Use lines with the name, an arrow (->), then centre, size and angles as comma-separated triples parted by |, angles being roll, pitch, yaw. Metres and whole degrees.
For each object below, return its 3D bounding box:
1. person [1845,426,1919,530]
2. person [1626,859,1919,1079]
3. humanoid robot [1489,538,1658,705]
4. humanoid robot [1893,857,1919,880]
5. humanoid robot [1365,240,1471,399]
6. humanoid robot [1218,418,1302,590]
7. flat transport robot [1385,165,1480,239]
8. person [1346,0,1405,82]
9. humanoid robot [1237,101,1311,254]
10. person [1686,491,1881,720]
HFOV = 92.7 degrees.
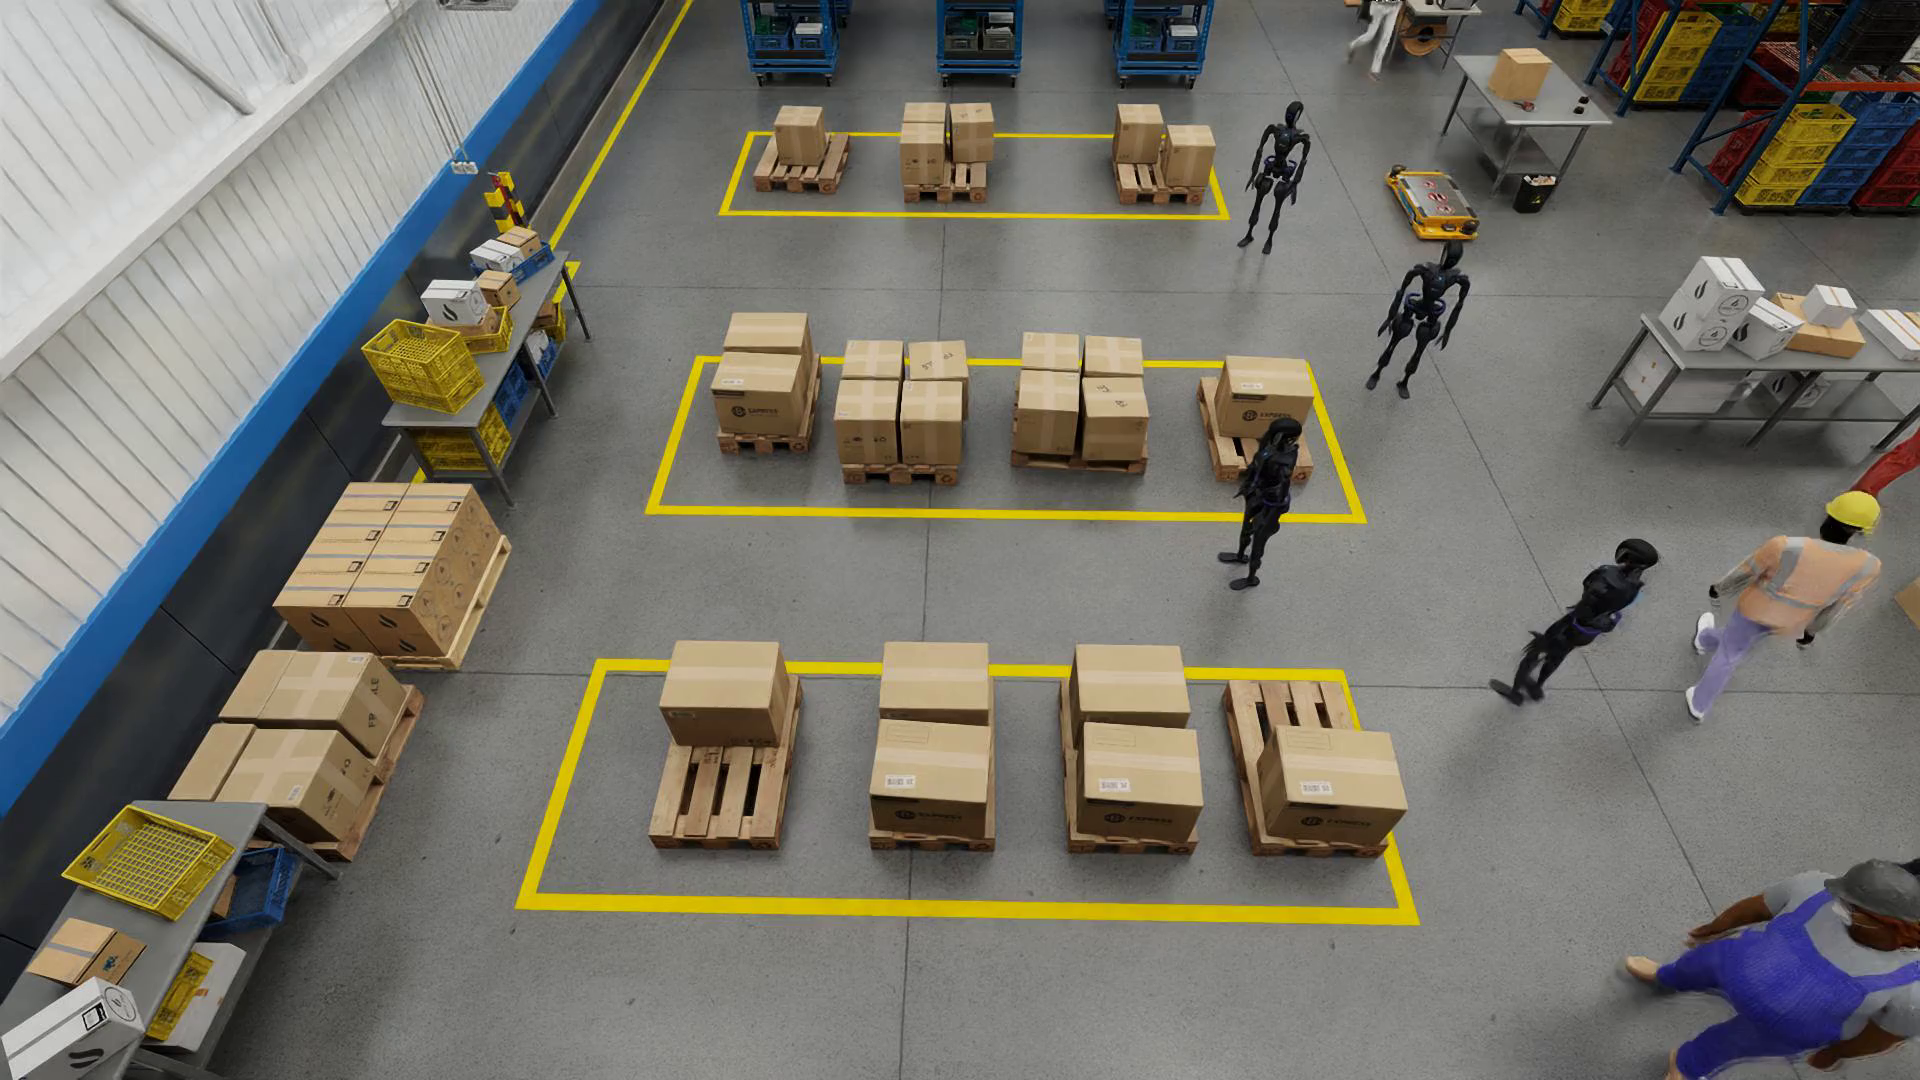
person -> 7.769, -0.920, 7.189 | 0.618, 1.994, 0.378 | -32, 56, -25
person -> 4.015, 2.148, 4.503 | 0.614, 2.000, 0.778 | -12, 50, -10
humanoid robot -> 4.099, 0.572, 6.104 | 0.616, 1.660, 0.316 | -23, 53, -18
humanoid robot -> 5.056, 1.968, 4.896 | 0.580, 1.653, 0.316 | 14, 51, 12
humanoid robot -> 4.176, -1.993, 8.330 | 0.595, 1.647, 0.372 | 19, 52, 16
humanoid robot -> 2.239, -0.261, 6.818 | 0.328, 1.657, 0.590 | -3, 49, -3
flat transport robot -> 5.692, -4.094, 11.059 | 0.652, 0.197, 1.431 | 1, 49, 1
person -> 6.050, -7.610, 13.063 | 0.585, 1.861, 0.750 | -11, 50, -9
humanoid robot -> 3.437, -3.936, 10.000 | 0.589, 1.657, 0.327 | 25, 54, 20
person -> 5.419, 0.371, 6.148 | 0.602, 1.864, 0.988 | 16, 51, 14
